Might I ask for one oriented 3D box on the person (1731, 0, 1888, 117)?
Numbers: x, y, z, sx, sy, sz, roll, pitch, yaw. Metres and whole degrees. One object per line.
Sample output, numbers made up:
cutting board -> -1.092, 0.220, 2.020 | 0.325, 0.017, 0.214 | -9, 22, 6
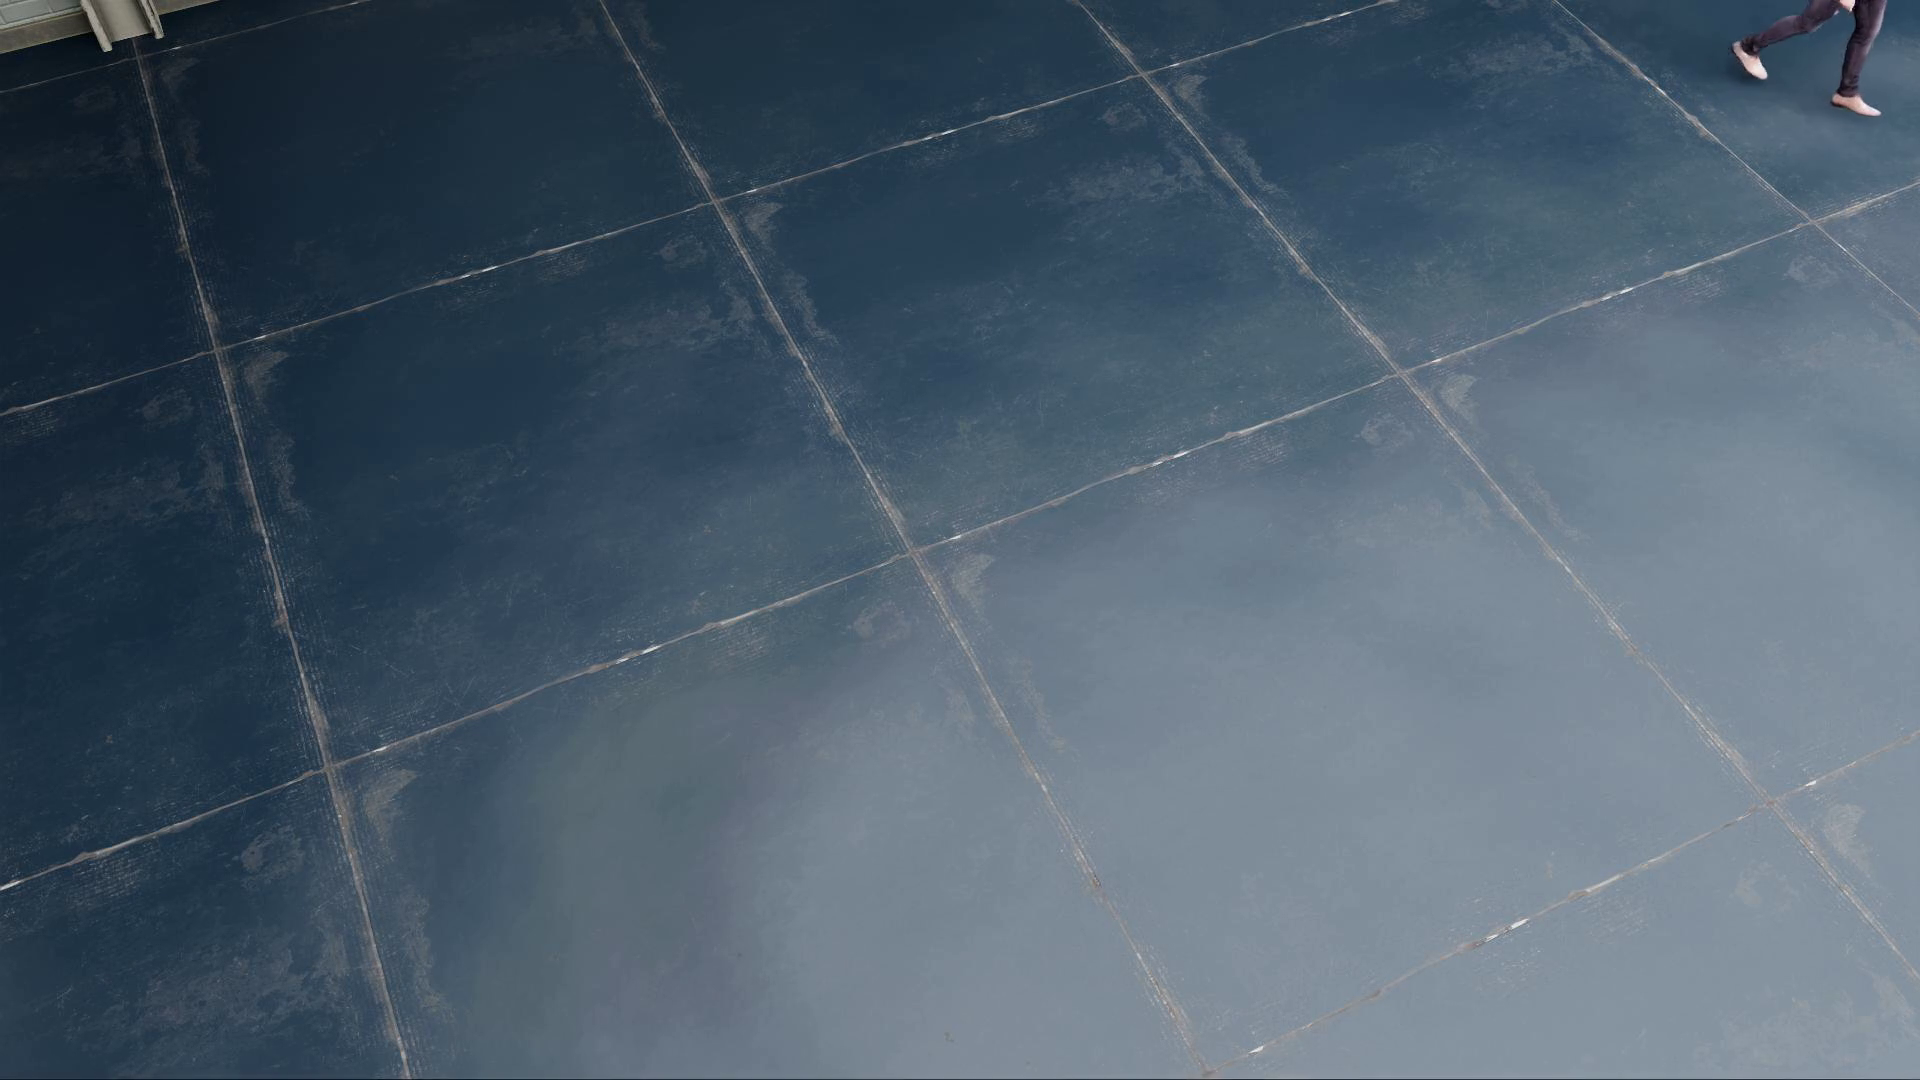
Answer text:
person -> 5.399, -3.472, 10.178 | 1.112, 1.783, 1.277 | 33, 59, 23
